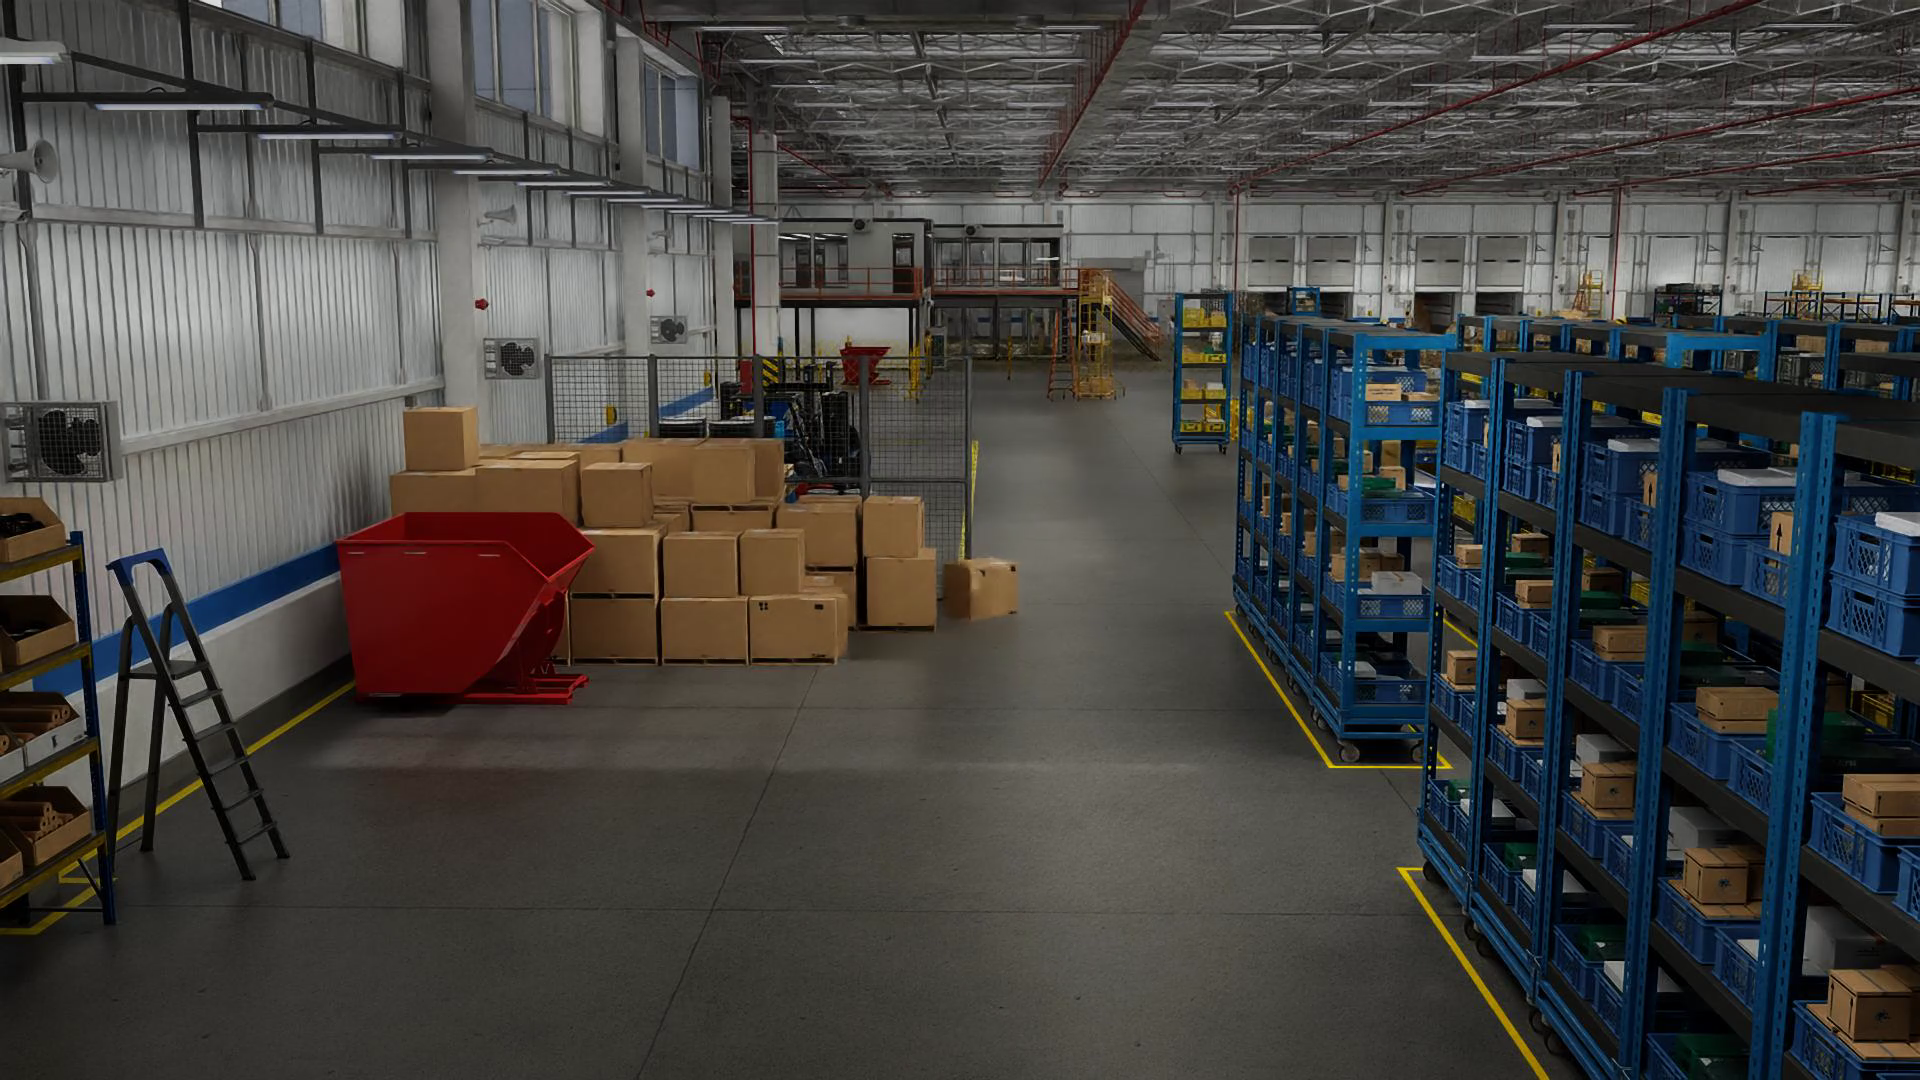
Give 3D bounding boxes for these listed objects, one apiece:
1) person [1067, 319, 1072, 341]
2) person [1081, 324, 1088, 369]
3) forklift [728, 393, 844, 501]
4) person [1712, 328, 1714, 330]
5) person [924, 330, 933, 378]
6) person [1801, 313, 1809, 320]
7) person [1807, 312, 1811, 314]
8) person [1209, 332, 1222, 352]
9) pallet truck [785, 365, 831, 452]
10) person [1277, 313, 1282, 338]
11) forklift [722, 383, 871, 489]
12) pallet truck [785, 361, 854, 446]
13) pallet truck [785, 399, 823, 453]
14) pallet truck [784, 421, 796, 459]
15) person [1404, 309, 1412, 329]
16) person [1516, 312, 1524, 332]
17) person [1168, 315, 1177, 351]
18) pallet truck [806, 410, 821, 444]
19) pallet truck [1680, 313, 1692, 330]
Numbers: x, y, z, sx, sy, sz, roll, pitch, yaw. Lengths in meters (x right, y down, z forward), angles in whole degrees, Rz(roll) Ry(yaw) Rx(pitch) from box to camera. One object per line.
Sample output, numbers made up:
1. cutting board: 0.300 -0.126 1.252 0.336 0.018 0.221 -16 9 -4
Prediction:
1. person: 6.139 -12.608 97.373 0.992 1.904 0.618 0 9 -3
2. person: 5.262 -8.153 69.825 0.386 1.916 0.590 2 9 11
3. forklift: -2.979 -1.316 26.476 2.680 1.987 1.157 0 9 1
4. person: 30.967 -7.905 68.330 0.576 1.896 0.915 4 10 22
5. person: -1.219 -7.151 63.861 0.351 1.846 0.507 4 10 22
6. person: 42.090 -10.362 83.064 0.937 2.000 0.700 1 9 7
7. person: 44.879 -11.127 88.130 0.365 1.931 0.631 2 9 13
8. person: 11.654 -9.079 75.732 0.582 1.860 0.817 -1 9 -9
9. pallet truck: -3.774 -2.976 37.635 1.885 1.965 0.823 1 9 5
10. person: 16.882 -11.064 87.877 0.597 1.894 0.808 -1 9 -5
11. forklift: -2.893 -1.687 28.729 2.680 1.987 1.157 0 9 -1
12. pallet truck: -3.410 -3.193 38.978 1.885 1.965 0.823 0 9 -1
13. pallet truck: -3.814 -2.432 36.419 1.630 1.274 0.653 0 9 1
14. pallet truck: -4.013 -1.793 32.705 1.601 1.201 0.680 0 9 1
15. person: 25.416 -12.147 94.466 0.588 1.918 0.392 -8 12 -41
16. person: 31.462 -11.895 93.226 0.546 1.818 0.997 7 12 38
17. person: 10.925 -10.596 85.182 0.587 1.837 0.923 1 9 9
18. pallet truck: -3.559 -2.018 33.905 1.522 1.261 0.704 0 9 -1
19. pallet truck: 36.315 -10.531 84.244 0.823 1.965 1.885 -6 11 -33
